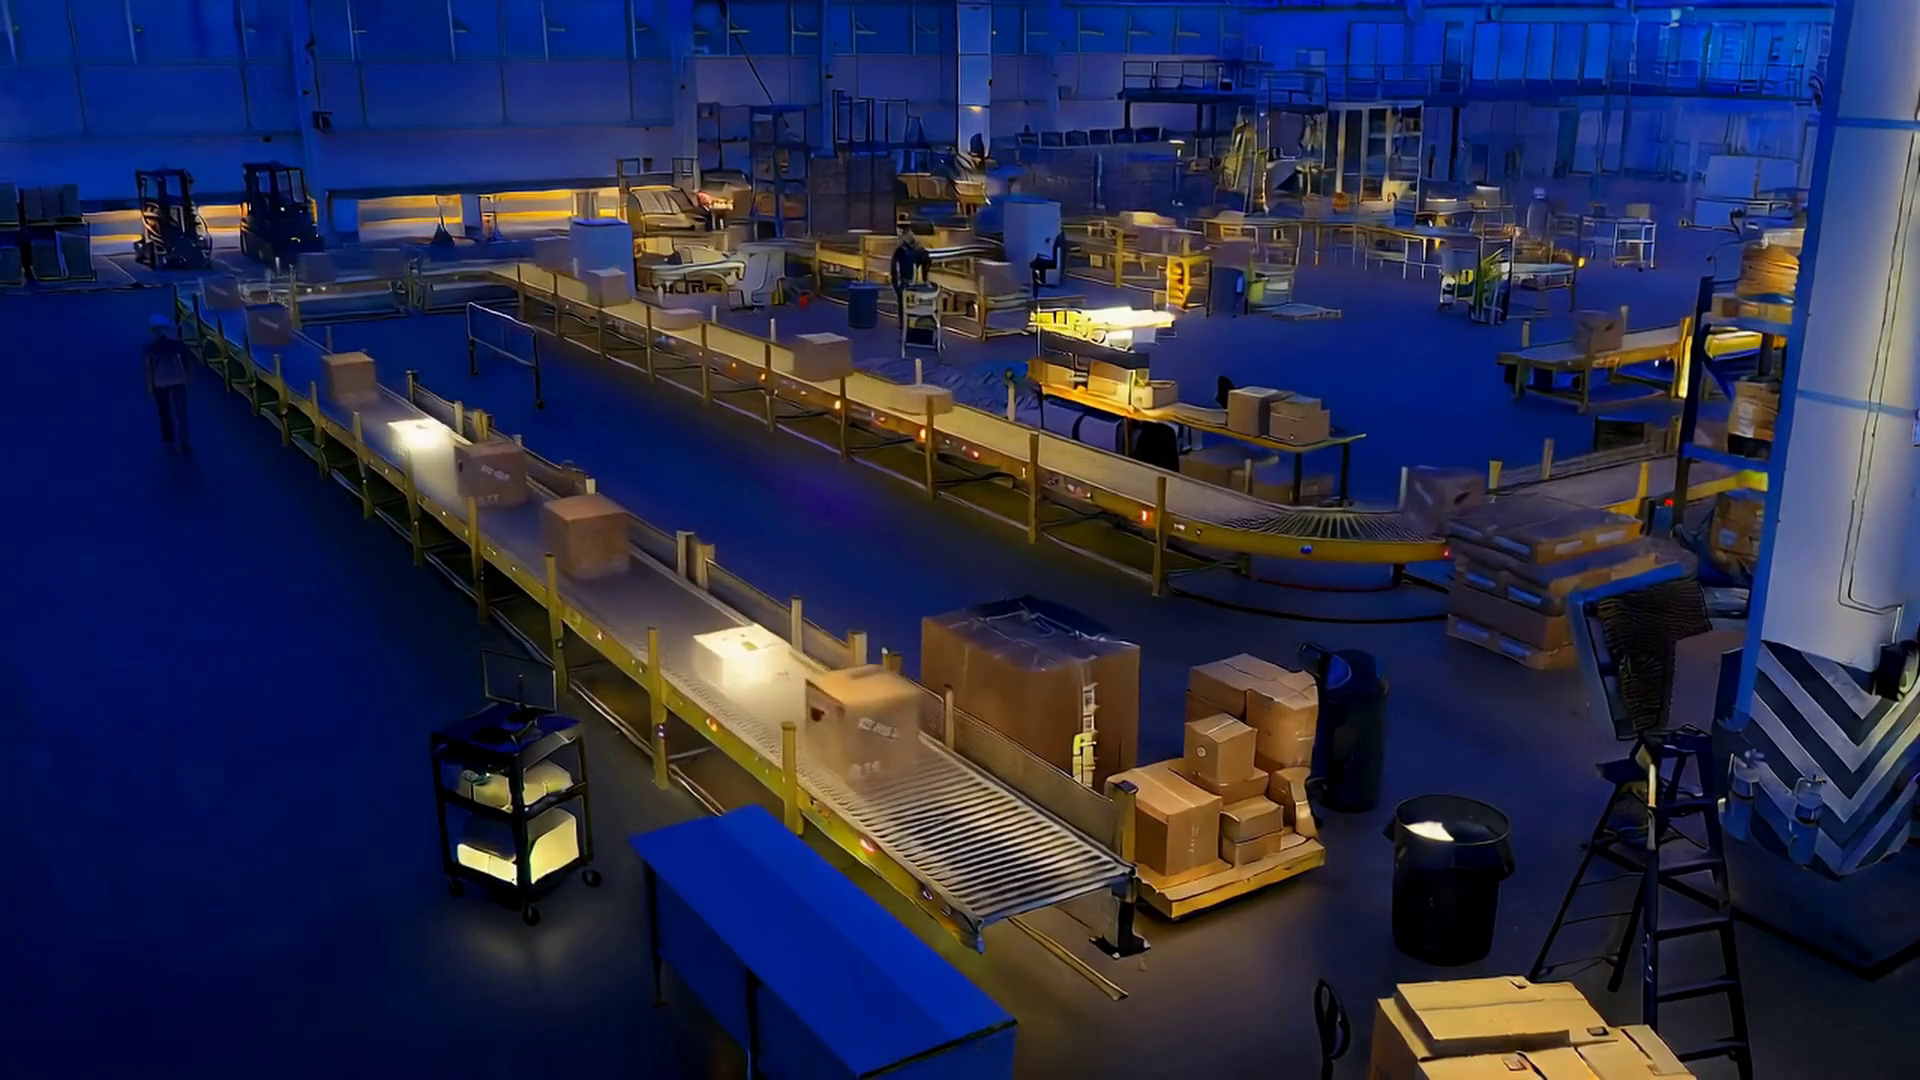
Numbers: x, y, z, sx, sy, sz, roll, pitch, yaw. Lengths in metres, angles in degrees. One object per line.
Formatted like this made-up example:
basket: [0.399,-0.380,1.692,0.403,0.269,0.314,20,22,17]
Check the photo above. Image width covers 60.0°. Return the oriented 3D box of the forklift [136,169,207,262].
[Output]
forklift: [-17.842,-7.318,37.559,1.157,1.987,2.680,-10,20,-31]

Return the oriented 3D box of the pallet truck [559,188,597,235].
pallet truck: [-10.010,-8.652,43.699,0.653,1.274,1.630,-10,20,-31]

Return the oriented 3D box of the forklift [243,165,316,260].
forklift: [-15.898,-7.669,38.708,1.157,1.987,2.680,-11,20,-33]

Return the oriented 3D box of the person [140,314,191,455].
person: [-9.788,-1.924,20.565,0.527,1.742,0.793,-8,19,-26]

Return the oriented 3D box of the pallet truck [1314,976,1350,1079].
pallet truck: [2.299,2.390,7.086,1.601,1.201,0.680,-2,17,-7]

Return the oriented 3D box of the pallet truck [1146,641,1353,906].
pallet truck: [1.664,1.407,10.232,1.630,1.274,0.653,-10,20,-31]

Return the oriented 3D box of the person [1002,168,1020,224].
person: [1.254,-7.888,39.932,0.473,2.026,0.620,-8,18,-24]

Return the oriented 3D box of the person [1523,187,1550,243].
person: [12.932,-7.054,37.510,0.596,1.805,0.678,-3,17,-11]

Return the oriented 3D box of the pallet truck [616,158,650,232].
pallet truck: [-8.918,-9.176,44.255,0.823,1.965,1.885,-9,19,-27]

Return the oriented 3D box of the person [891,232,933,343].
person: [-0.804,-4.239,28.031,0.709,1.889,0.401,-1,17,-2]

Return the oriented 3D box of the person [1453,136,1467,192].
person: [17.001,-12.767,56.468,0.518,1.845,0.335,-11,20,-34]

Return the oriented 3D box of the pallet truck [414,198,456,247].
pallet truck: [-13.250,-8.060,41.856,0.680,1.201,1.601,-10,20,-31]

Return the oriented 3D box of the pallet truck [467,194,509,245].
pallet truck: [-11.983,-8.177,42.137,0.704,1.261,1.522,-11,20,-33]

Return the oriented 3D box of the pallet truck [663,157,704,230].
pallet truck: [-7.586,-9.308,44.692,0.823,1.965,1.885,-11,20,-33]
